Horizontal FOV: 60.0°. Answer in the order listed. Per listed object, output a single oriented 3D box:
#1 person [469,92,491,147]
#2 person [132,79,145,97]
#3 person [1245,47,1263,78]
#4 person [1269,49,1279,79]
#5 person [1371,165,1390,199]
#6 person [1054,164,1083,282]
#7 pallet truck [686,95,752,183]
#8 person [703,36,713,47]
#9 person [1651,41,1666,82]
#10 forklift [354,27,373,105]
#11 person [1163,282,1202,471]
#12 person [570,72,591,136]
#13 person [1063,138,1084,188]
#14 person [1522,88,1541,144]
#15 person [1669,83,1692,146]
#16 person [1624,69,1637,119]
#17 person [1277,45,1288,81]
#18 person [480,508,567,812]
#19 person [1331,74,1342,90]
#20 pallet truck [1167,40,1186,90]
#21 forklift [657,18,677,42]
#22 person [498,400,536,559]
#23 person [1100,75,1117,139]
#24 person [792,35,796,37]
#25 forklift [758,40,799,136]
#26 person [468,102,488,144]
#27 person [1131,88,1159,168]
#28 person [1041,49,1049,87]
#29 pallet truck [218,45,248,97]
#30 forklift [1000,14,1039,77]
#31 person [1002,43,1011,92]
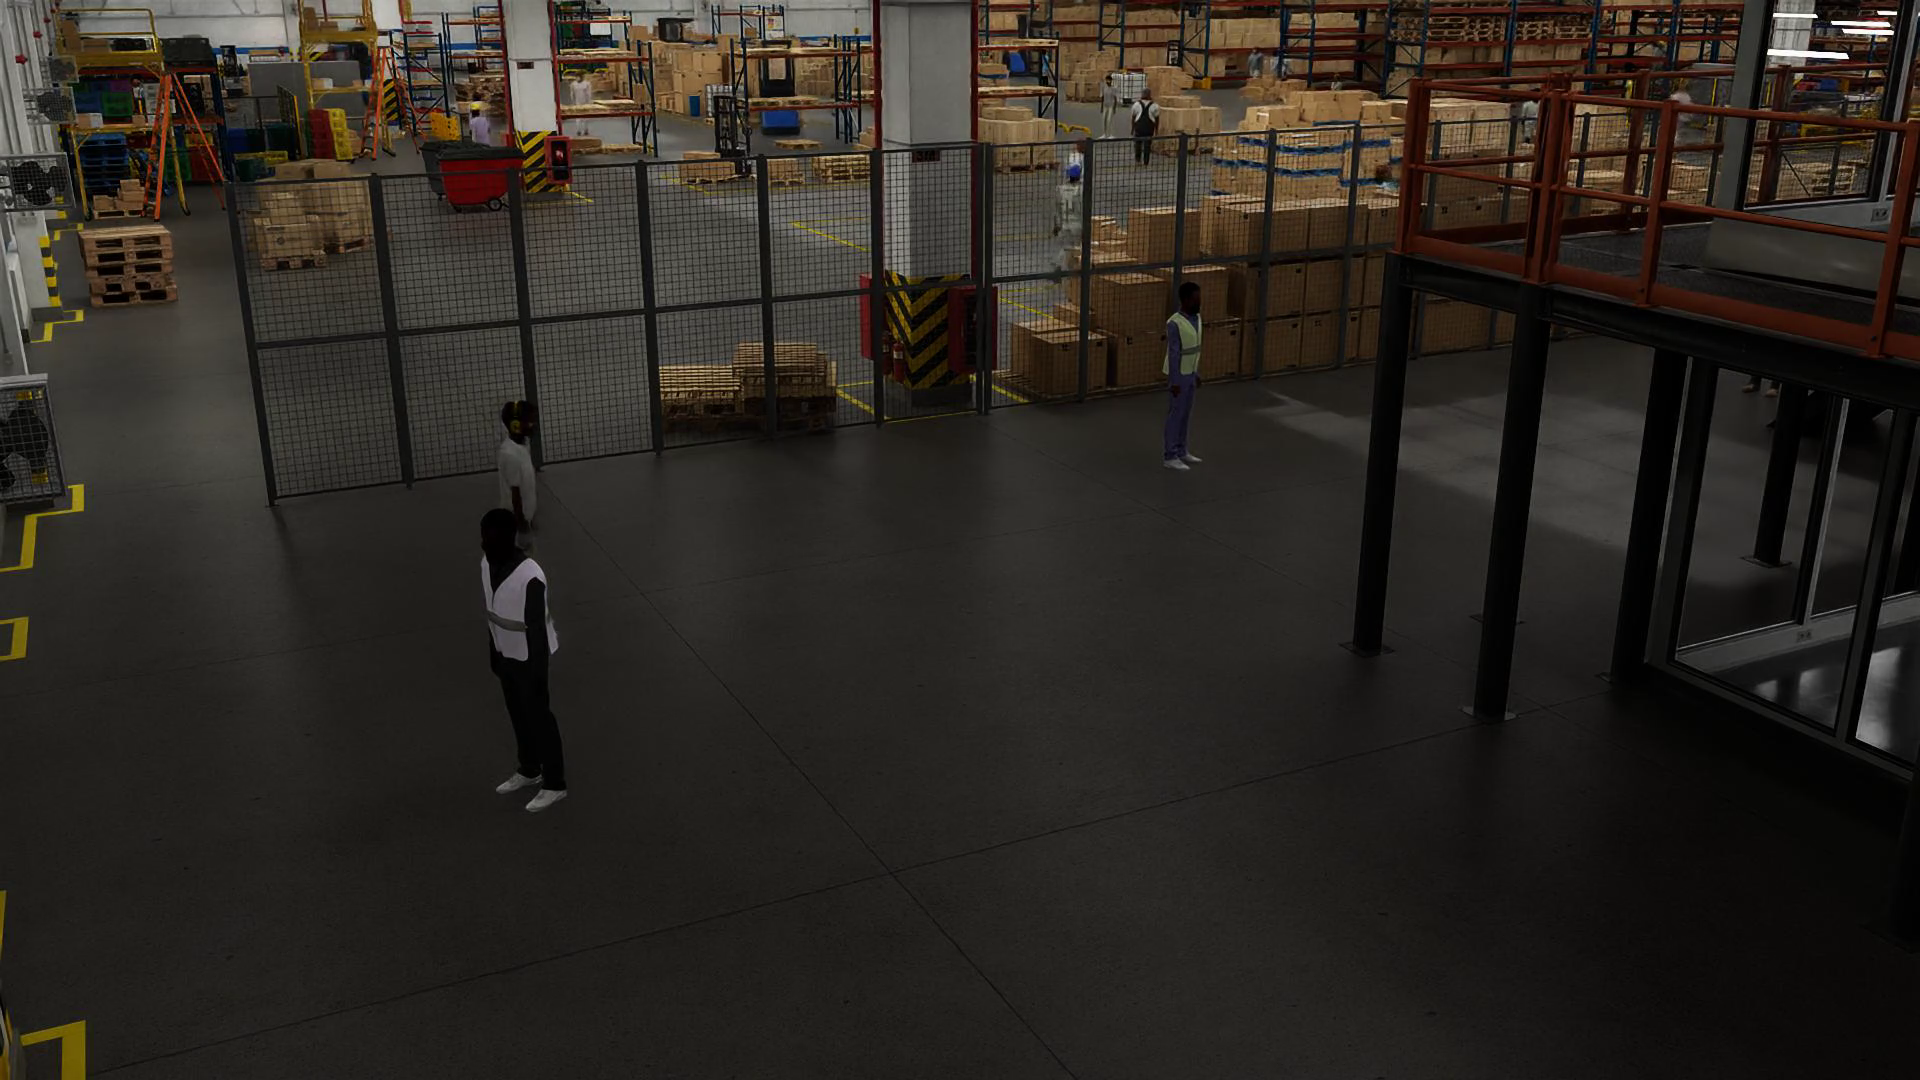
[{"bbox_3d":[-12.561,-10.780,43.498,0.429,1.839,0.623,15,24,37],"label":"person"},{"bbox_3d":[-25.374,-13.405,51.418,0.523,1.632,0.321,5,20,14],"label":"person"},{"bbox_3d":[11.819,-18.822,66.752,0.637,1.889,1.036,15,24,37],"label":"person"},{"bbox_3d":[13.243,-19.737,69.735,0.836,1.664,0.534,-8,21,-22],"label":"person"},{"bbox_3d":[6.983,-5.293,27.608,1.001,1.843,0.584,3,19,10],"label":"person"},{"bbox_3d":[1.792,-5.063,26.781,0.629,1.927,0.560,11,22,29],"label":"person"},{"bbox_3d":[-5.836,-9.608,39.856,0.823,1.965,1.885,10,22,27],"label":"pallet truck"},{"bbox_3d":[-11.549,-22.069,76.134,0.565,1.882,0.979,9,21,25],"label":"person"},{"bbox_3d":[31.181,-21.313,74.098,0.667,1.783,0.820,-3,19,-9],"label":"person"},{"bbox_3d":[-21.891,-17.409,61.135,1.873,2.768,1.129,-9,21,-25],"label":"forklift"},{"bbox_3d":[2.283,-1.686,17.006,0.392,1.922,0.592,11,22,29],"label":"person"},{"bbox_3d":[-11.529,-13.262,50.625,0.632,1.884,1.004,-2,19,-6],"label":"person"},{"bbox_3d":[2.218,-6.623,31.394,0.616,1.877,0.356,14,24,36],"label":"person"},{"bbox_3d":[14.906,-10.720,43.172,0.612,1.928,0.862,3,19,8],"label":"person"},{"bbox_3d":[19.881,-11.682,46.075,0.662,1.863,0.784,-2,19,-6],"label":"person"},{"bbox_3d":[22.563,-14.952,55.842,0.534,1.667,0.779,12,23,32],"label":"person"},{"bbox_3d":[12.896,-18.840,66.708,0.373,1.934,0.551,-9,21,-23],"label":"person"},{"bbox_3d":[-2.660,0.704,10.106,0.586,1.910,0.395,18,26,42],"label":"person"},{"bbox_3d":[12.188,-14.279,53.955,0.314,1.629,0.507,-7,20,-21],"label":"person"},{"bbox_3d":[9.045,-19.971,69.895,0.823,1.965,1.885,-3,19,-8],"label":"pallet truck"},{"bbox_3d":[-12.647,-21.207,72.145,1.873,2.768,1.129,11,22,29],"label":"forklift"},{"bbox_3d":[-3.319,-0.149,12.637,0.310,1.864,0.533,-5,20,-14],"label":"person"},{"bbox_3d":[4.439,-12.937,49.722,0.513,1.859,0.321,13,23,34],"label":"person"},{"bbox_3d":[-7.830,-22.699,77.936,0.634,1.918,0.686,-18,26,-42],"label":"person"},{"bbox_3d":[-5.556,-13.790,50.645,1.129,2.768,1.873,-4,19,-11],"label":"forklift"},{"bbox_3d":[-11.357,-9.340,39.202,0.445,1.911,0.596,9,21,24],"label":"person"},{"bbox_3d":[4.753,-10.602,42.672,0.704,2.000,1.028,2,19,7],"label":"person"},{"bbox_3d":[3.498,-19.558,69.158,0.320,1.692,0.531,12,23,32],"label":"person"},{"bbox_3d":[-28.879,-18.665,66.111,0.823,1.965,1.885,-3,19,-9],"label":"pallet truck"},{"bbox_3d":[2.846,-22.858,76.931,1.873,2.768,1.129,-2,19,-5],"label":"forklift"},{"bbox_3d":[1.905,-19.105,67.393,0.402,1.990,0.622,7,20,20],"label":"person"}]
